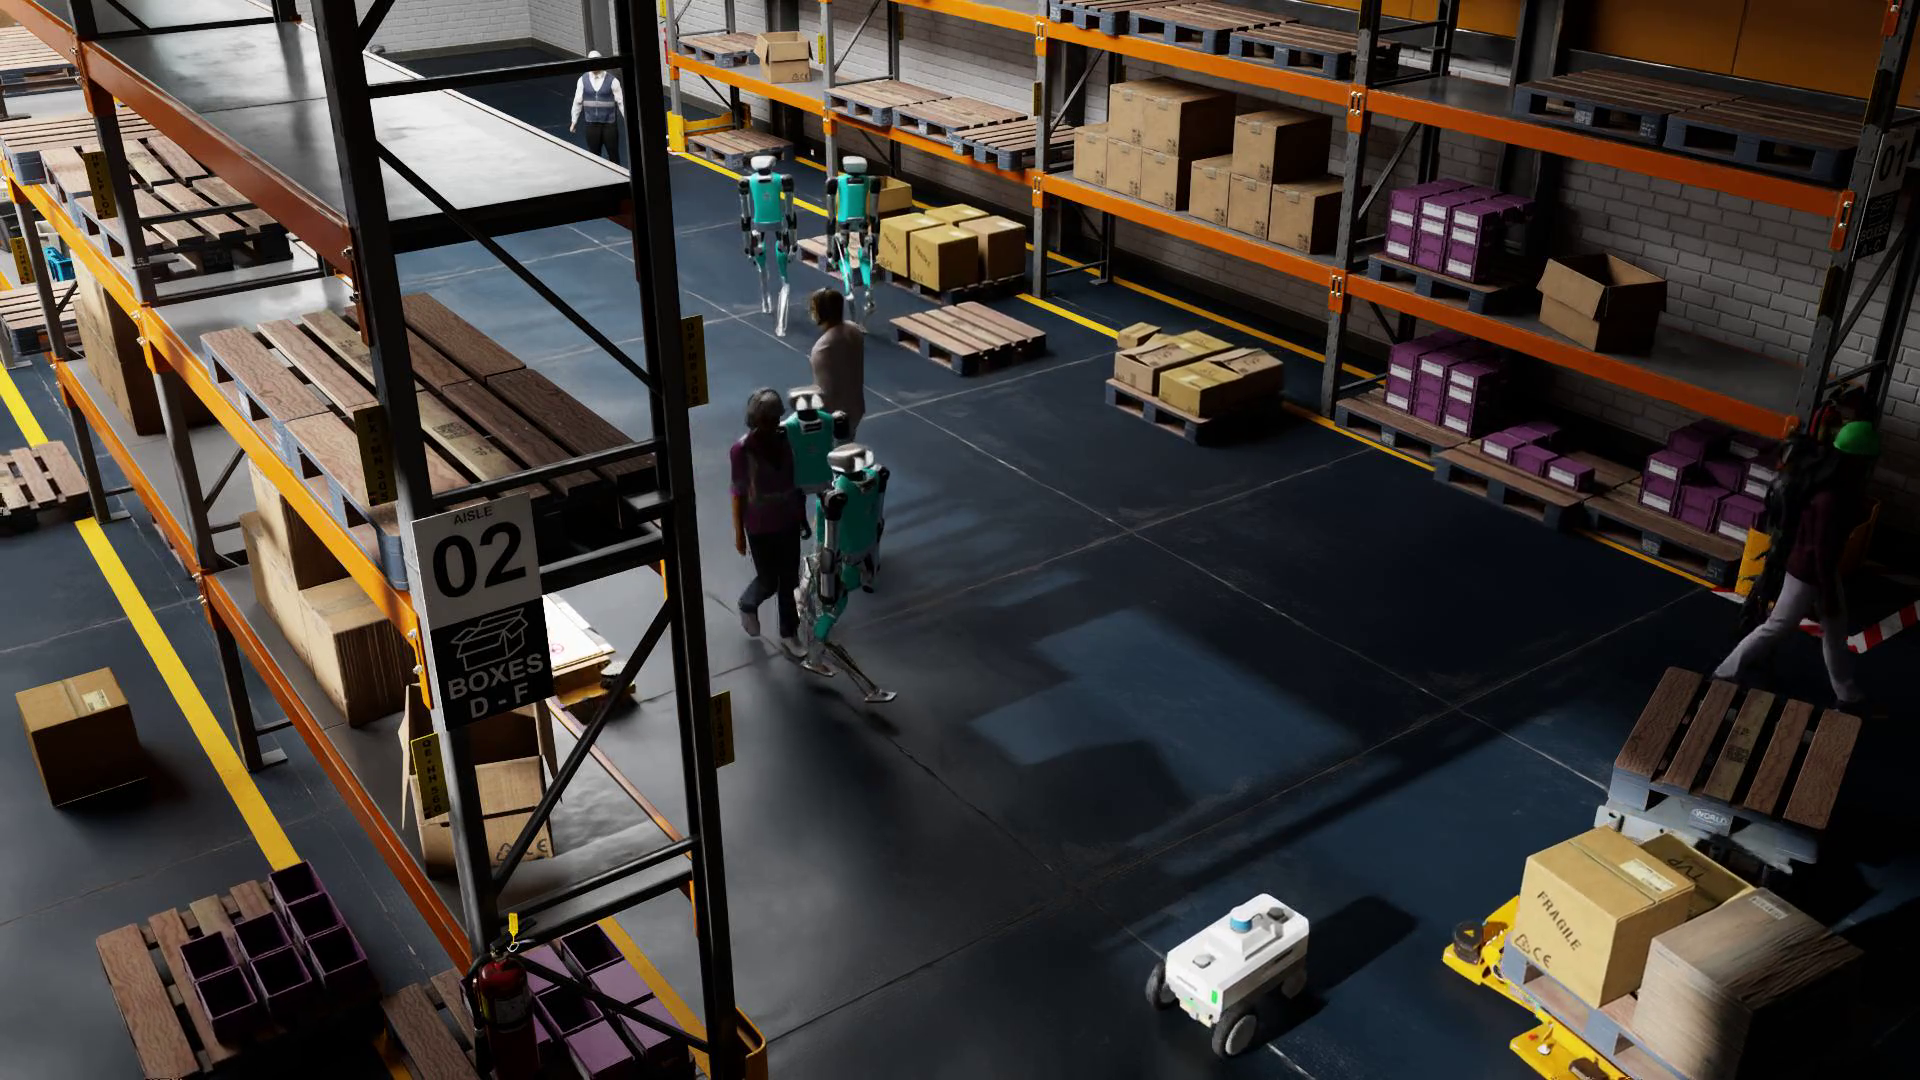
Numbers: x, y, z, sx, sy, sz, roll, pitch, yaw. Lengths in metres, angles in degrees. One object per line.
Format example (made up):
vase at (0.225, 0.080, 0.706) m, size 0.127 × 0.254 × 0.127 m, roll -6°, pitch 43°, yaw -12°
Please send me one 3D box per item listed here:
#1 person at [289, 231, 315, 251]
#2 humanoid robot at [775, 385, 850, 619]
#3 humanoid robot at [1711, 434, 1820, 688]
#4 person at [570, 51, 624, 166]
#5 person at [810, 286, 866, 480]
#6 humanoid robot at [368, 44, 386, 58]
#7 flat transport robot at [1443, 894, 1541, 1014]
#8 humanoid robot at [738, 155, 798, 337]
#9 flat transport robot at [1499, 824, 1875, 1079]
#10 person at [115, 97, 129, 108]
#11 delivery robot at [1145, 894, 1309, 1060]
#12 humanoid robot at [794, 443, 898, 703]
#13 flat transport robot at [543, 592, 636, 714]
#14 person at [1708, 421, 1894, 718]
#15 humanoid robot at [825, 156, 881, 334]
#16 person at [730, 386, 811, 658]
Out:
person at (-6.124, -2.512, 15.475) m, size 0.276 × 1.628 × 0.501 m, roll 4°, pitch 27°, yaw 9°
humanoid robot at (-1.030, -0.245, 10.859) m, size 0.543 × 1.782 × 0.790 m, roll -10°, pitch 28°, yaw -18°
humanoid robot at (5.008, 0.127, 10.223) m, size 0.340 × 1.651 × 0.601 m, roll 15°, pitch 30°, yaw 26°
person at (-4.438, -5.162, 20.595) m, size 0.771 × 1.756 × 0.445 m, roll -1°, pitch 27°, yaw -2°
person at (-0.896, -0.878, 11.895) m, size 0.427 × 1.936 × 0.641 m, roll 8°, pitch 28°, yaw 15°
humanoid robot at (-7.393, -5.601, 21.563) m, size 0.580 × 1.634 × 0.610 m, roll -16°, pitch 31°, yaw -29°
flat transport robot at (3.055, 2.128, 7.754) m, size 0.659 × 0.231 × 1.431 m, roll -21°, pitch 34°, yaw -36°
humanoid robot at (-1.850, -2.928, 16.233) m, size 0.546 × 1.795 × 0.966 m, roll -2°, pitch 27°, yaw -5°
flat transport robot at (3.276, 2.216, 7.579) m, size 1.431 × 0.231 × 0.659 m, roll -14°, pitch 30°, yaw -26°
person at (-9.187, -4.359, 18.767) m, size 0.656 × 1.959 × 0.574 m, roll 4°, pitch 27°, yaw 8°
delivery robot at (1.274, 1.986, 7.733) m, size 0.806 × 0.608 × 0.499 m, roll -21°, pitch 33°, yaw -35°
humanoid robot at (-0.789, 0.190, 9.983) m, size 1.010 × 1.731 × 0.542 m, roll 17°, pitch 31°, yaw 30°
flat transport robot at (-2.677, 0.700, 10.594) m, size 0.659 × 0.231 × 1.431 m, roll -18°, pitch 32°, yaw -31°
person at (5.108, 0.183, 9.817) m, size 1.016 × 1.888 × 0.502 m, roll 18°, pitch 32°, yaw 32°
humanoid robot at (-0.940, -2.662, 15.681) m, size 0.571 × 1.786 × 0.878 m, roll -8°, pitch 28°, yaw -15°
person at (-1.202, -0.124, 10.500) m, size 0.511 × 1.832 × 0.488 m, roll -19°, pitch 33°, yaw -33°
